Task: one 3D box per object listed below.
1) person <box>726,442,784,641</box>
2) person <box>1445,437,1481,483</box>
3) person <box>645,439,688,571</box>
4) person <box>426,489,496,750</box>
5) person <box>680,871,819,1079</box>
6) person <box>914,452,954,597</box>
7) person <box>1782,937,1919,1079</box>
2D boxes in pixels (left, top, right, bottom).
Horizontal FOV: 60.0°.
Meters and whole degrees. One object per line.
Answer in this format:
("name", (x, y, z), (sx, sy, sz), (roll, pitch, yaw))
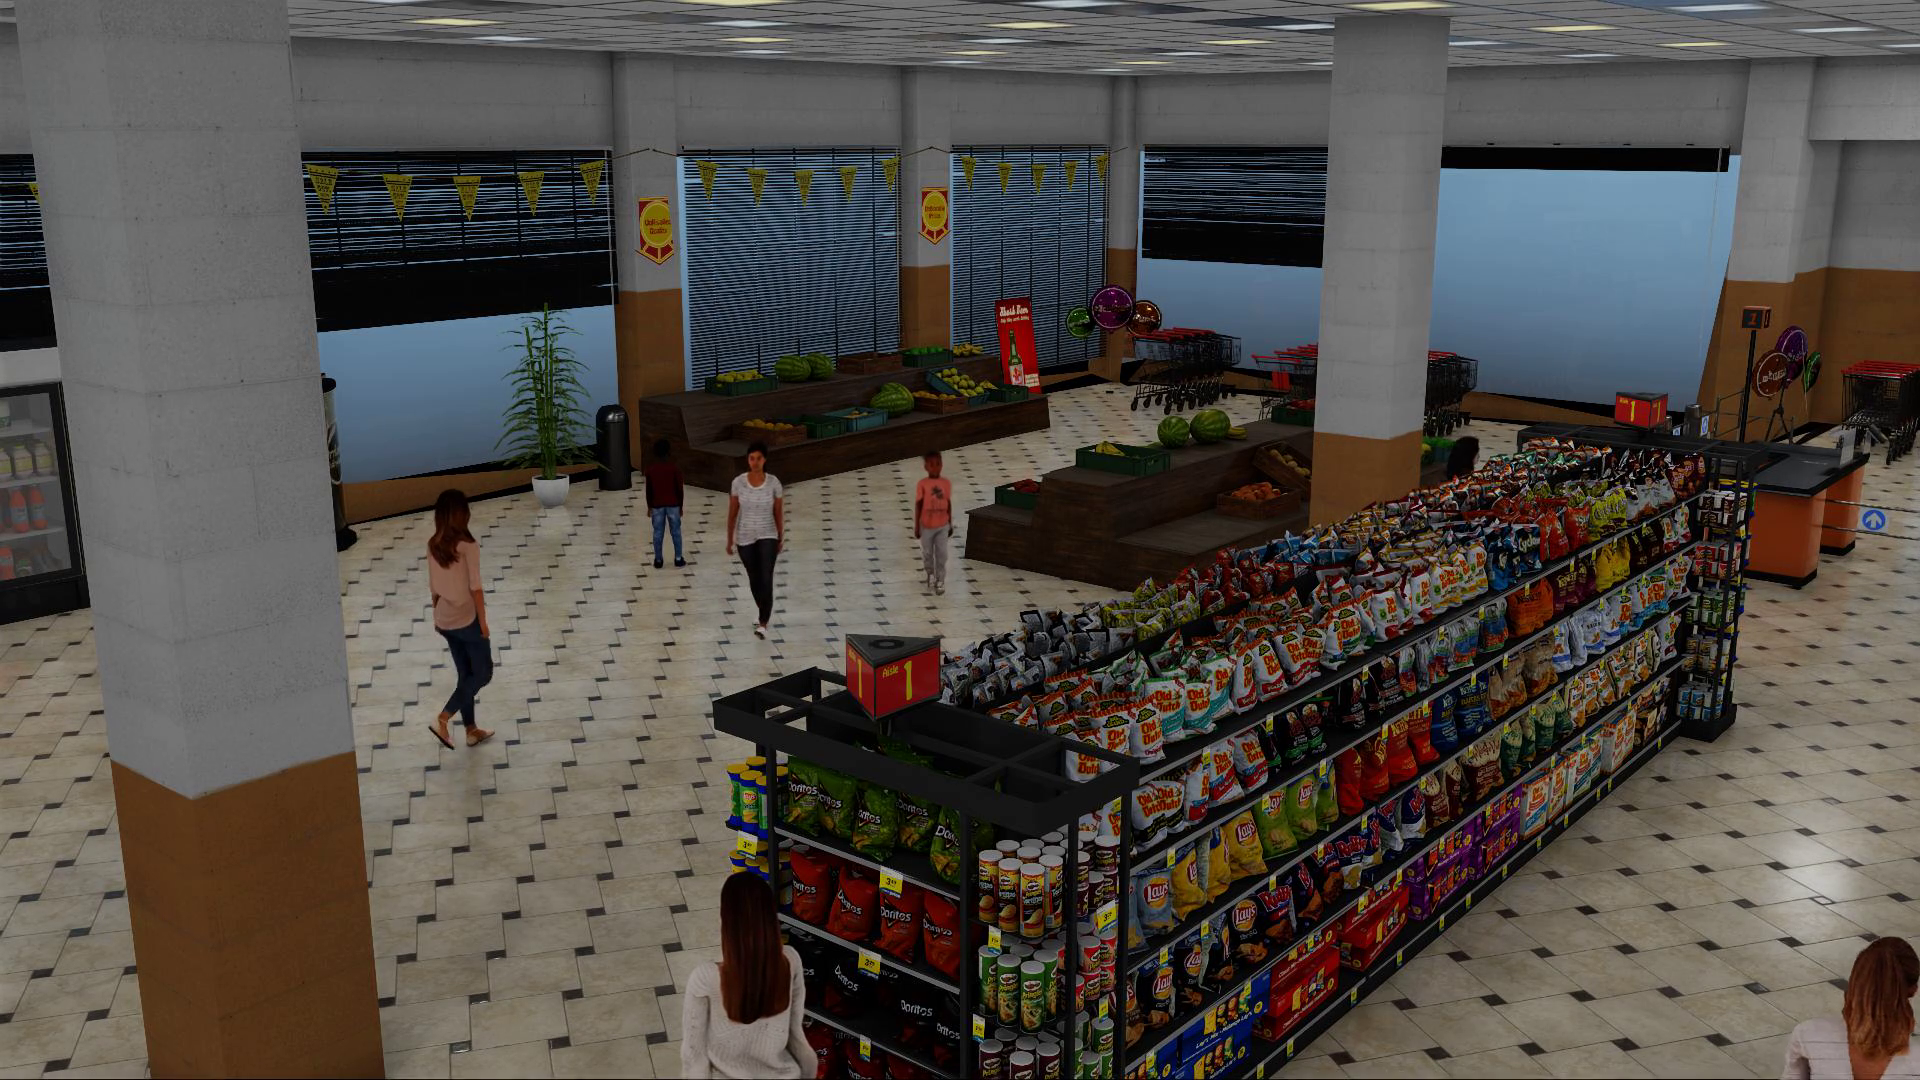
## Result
("person", (-1.669, -0.001, 13.753), (0.981, 1.591, 1.159), (2, 14, 6))
("person", (3.866, 0.059, 13.134), (0.772, 1.766, 0.726), (-3, 14, -13))
("person", (-2.814, -0.342, 15.871), (0.577, 1.255, 0.641), (-2, 14, -7))
("person", (-3.361, 0.567, 11.012), (0.699, 1.777, 0.907), (7, 15, 28))
("person", (-0.705, 1.920, 5.616), (0.601, 1.693, 0.741), (-8, 16, -30))
("person", (-0.245, -0.155, 15.045), (0.868, 1.281, 0.930), (-1, 14, -4))
("person", (2.691, 2.060, 5.087), (0.749, 1.669, 1.157), (8, 16, 29))
